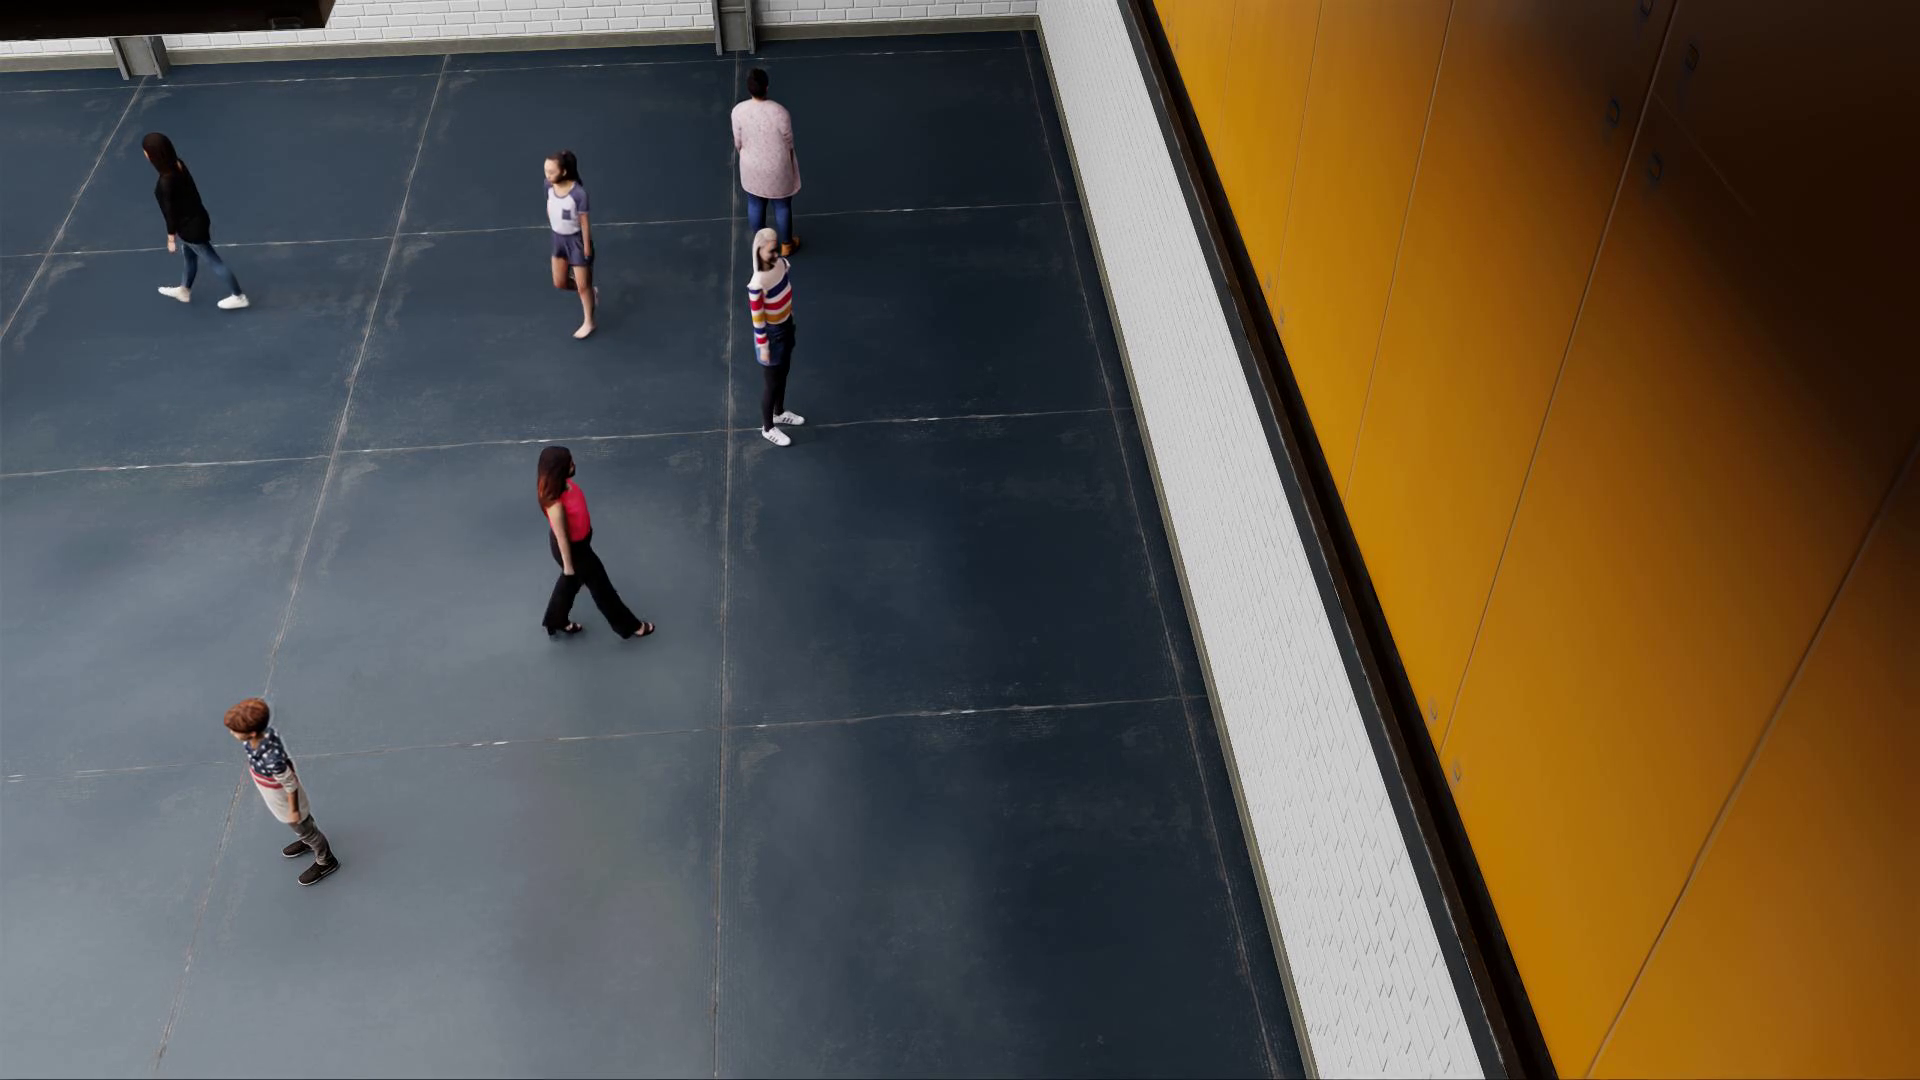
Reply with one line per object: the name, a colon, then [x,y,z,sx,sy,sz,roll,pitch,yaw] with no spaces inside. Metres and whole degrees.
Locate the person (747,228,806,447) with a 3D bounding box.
person: [-1.375,-1.517,12.266,0.681,1.807,0.718,15,46,15]

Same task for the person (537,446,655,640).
person: [-2.551,0.063,10.732,0.988,1.635,0.690,-9,44,-10]

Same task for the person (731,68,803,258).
person: [-1.643,-3.194,14.073,0.666,1.742,0.822,8,44,9]

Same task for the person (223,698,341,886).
person: [-3.857,1.410,9.461,0.606,1.439,0.587,-27,50,-26]

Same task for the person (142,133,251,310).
person: [-6.155,-2.557,13.492,0.949,1.621,0.612,-5,44,-5]

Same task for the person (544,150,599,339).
person: [-3.039,-2.399,13.313,0.762,1.639,0.821,23,48,22]
